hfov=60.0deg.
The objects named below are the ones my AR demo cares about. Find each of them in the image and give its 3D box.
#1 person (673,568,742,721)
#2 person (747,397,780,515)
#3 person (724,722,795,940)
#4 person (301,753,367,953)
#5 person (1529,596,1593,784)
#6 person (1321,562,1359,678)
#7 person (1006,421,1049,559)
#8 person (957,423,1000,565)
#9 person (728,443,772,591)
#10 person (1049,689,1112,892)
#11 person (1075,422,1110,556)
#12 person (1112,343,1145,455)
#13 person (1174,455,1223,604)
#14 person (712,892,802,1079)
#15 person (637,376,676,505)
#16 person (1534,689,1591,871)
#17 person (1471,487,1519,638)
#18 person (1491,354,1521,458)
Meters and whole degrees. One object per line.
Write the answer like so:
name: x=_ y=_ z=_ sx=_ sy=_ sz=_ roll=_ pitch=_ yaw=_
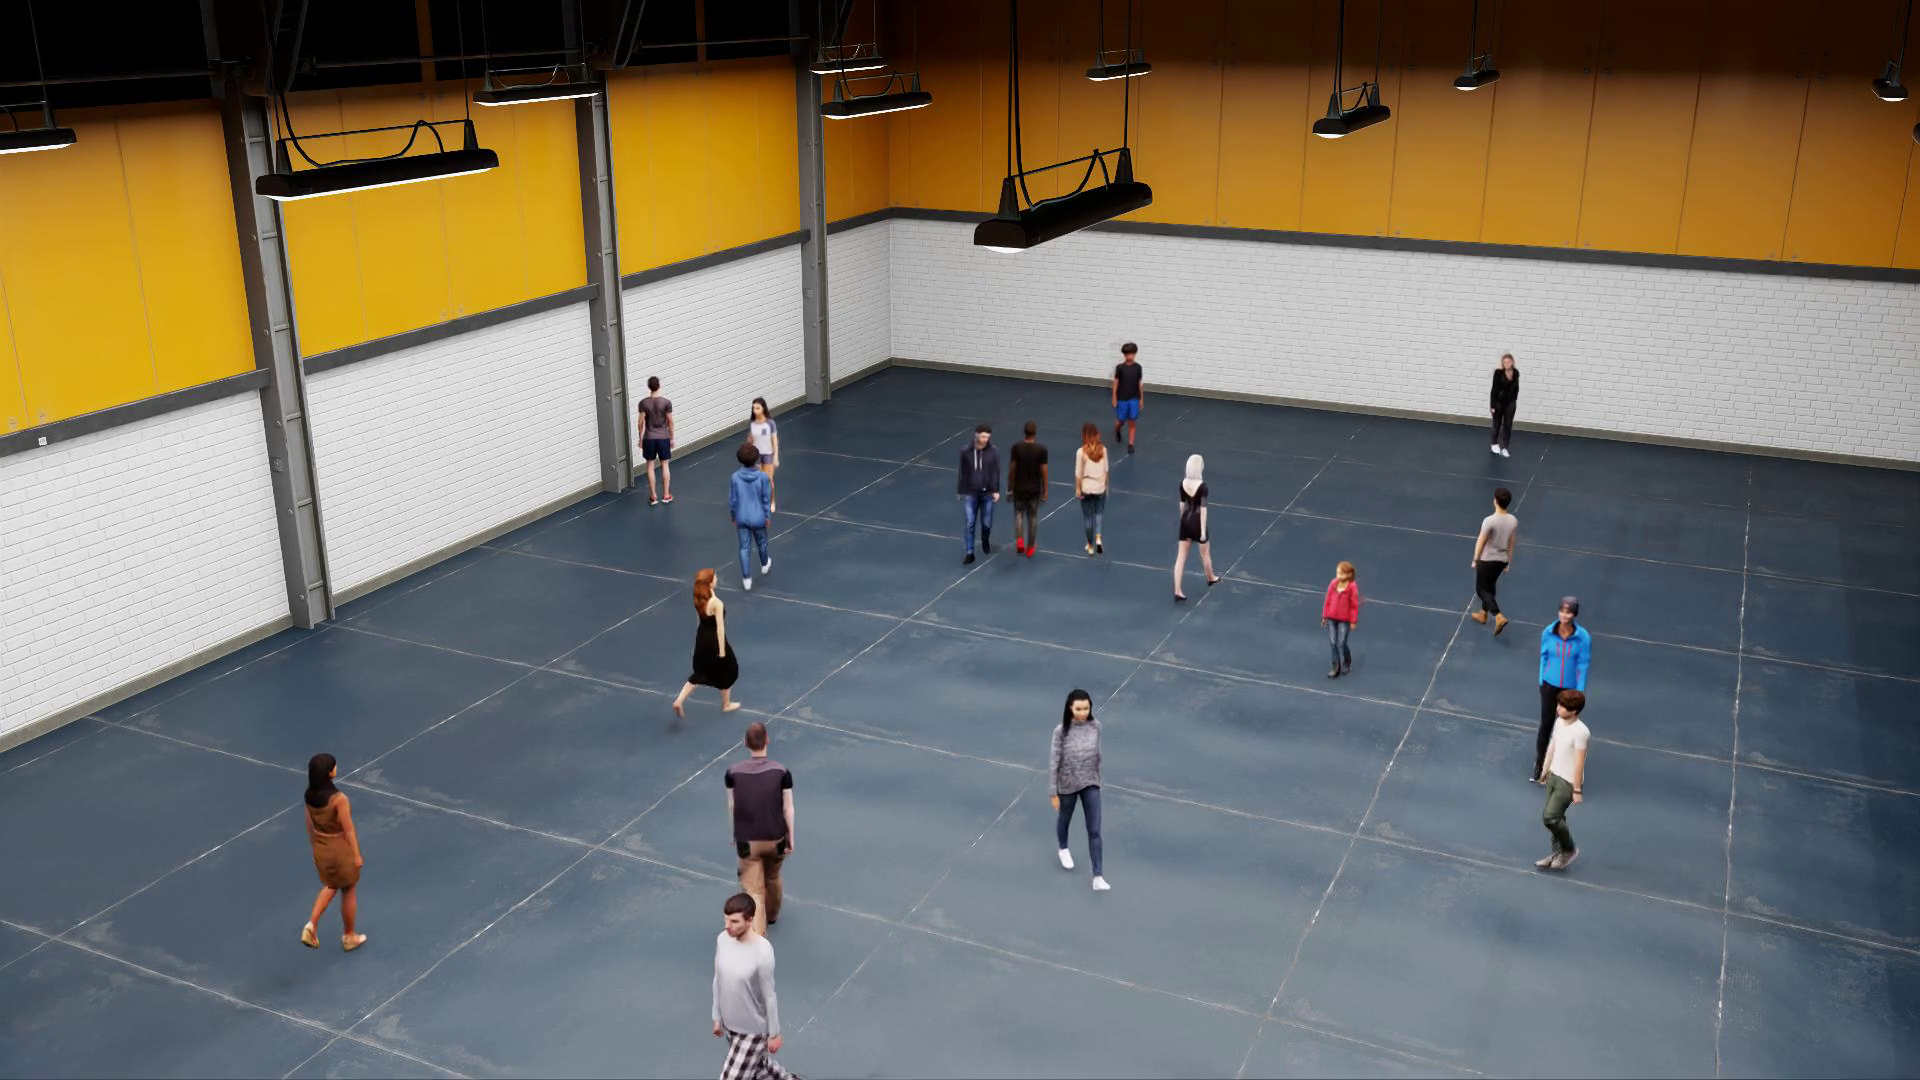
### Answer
person: x=-2.582 y=1.077 z=16.755 sx=0.770 sy=1.597 sz=1.080 roll=16 pitch=25 yaw=40
person: x=-2.713 y=-1.161 z=23.204 sx=0.647 sy=1.722 sz=0.653 roll=5 pitch=19 yaw=14
person: x=-1.525 y=2.345 z=12.702 sx=1.113 sy=1.781 sz=1.306 roll=-2 pitch=19 yaw=-5
person: x=-4.803 y=2.424 z=12.629 sx=0.586 sy=1.676 sz=0.757 roll=10 pitch=21 yaw=27
person: x=5.696 y=1.374 z=15.629 sx=0.781 sy=1.752 sz=1.211 roll=13 pitch=23 yaw=34
person: x=4.116 y=0.841 z=17.905 sx=0.579 sy=1.309 sz=0.619 roll=15 pitch=24 yaw=37
person: x=0.857 y=-0.620 z=21.494 sx=0.816 sy=1.788 sz=0.840 roll=3 pitch=19 yaw=9
person: x=0.267 y=-0.626 z=21.390 sx=0.850 sy=1.866 sz=0.927 roll=3 pitch=19 yaw=9
person: x=-2.578 y=-0.256 z=20.432 sx=0.985 sy=1.777 sz=1.181 roll=0 pitch=19 yaw=0
person: x=0.945 y=2.010 z=13.838 sx=1.082 sy=1.690 sz=1.201 roll=-5 pitch=19 yaw=-14
person: x=1.739 y=-0.622 z=21.513 sx=0.819 sy=1.779 sz=0.906 roll=-2 pitch=19 yaw=-7
person: x=2.653 y=-2.270 z=26.420 sx=0.922 sy=1.772 sz=1.078 roll=-2 pitch=19 yaw=-6
person: x=2.732 y=-0.103 z=19.953 sx=0.838 sy=1.791 sz=1.192 roll=16 pitch=24 yaw=40
person: x=-1.300 y=3.046 z=10.582 sx=0.869 sy=1.805 sz=1.229 roll=16 pitch=24 yaw=39
person: x=-4.359 y=-1.427 z=23.795 sx=0.772 sy=1.850 sz=0.802 roll=-3 pitch=19 yaw=-8
person: x=5.119 y=2.016 z=13.894 sx=0.793 sy=1.643 sz=0.729 roll=-4 pitch=19 yaw=-11
person: x=6.129 y=0.254 z=19.034 sx=1.019 sy=1.701 sz=1.073 roll=-6 pitch=20 yaw=-18
person: x=8.563 y=-2.143 z=26.232 sx=0.834 sy=1.651 sz=0.989 roll=-2 pitch=19 yaw=-5
